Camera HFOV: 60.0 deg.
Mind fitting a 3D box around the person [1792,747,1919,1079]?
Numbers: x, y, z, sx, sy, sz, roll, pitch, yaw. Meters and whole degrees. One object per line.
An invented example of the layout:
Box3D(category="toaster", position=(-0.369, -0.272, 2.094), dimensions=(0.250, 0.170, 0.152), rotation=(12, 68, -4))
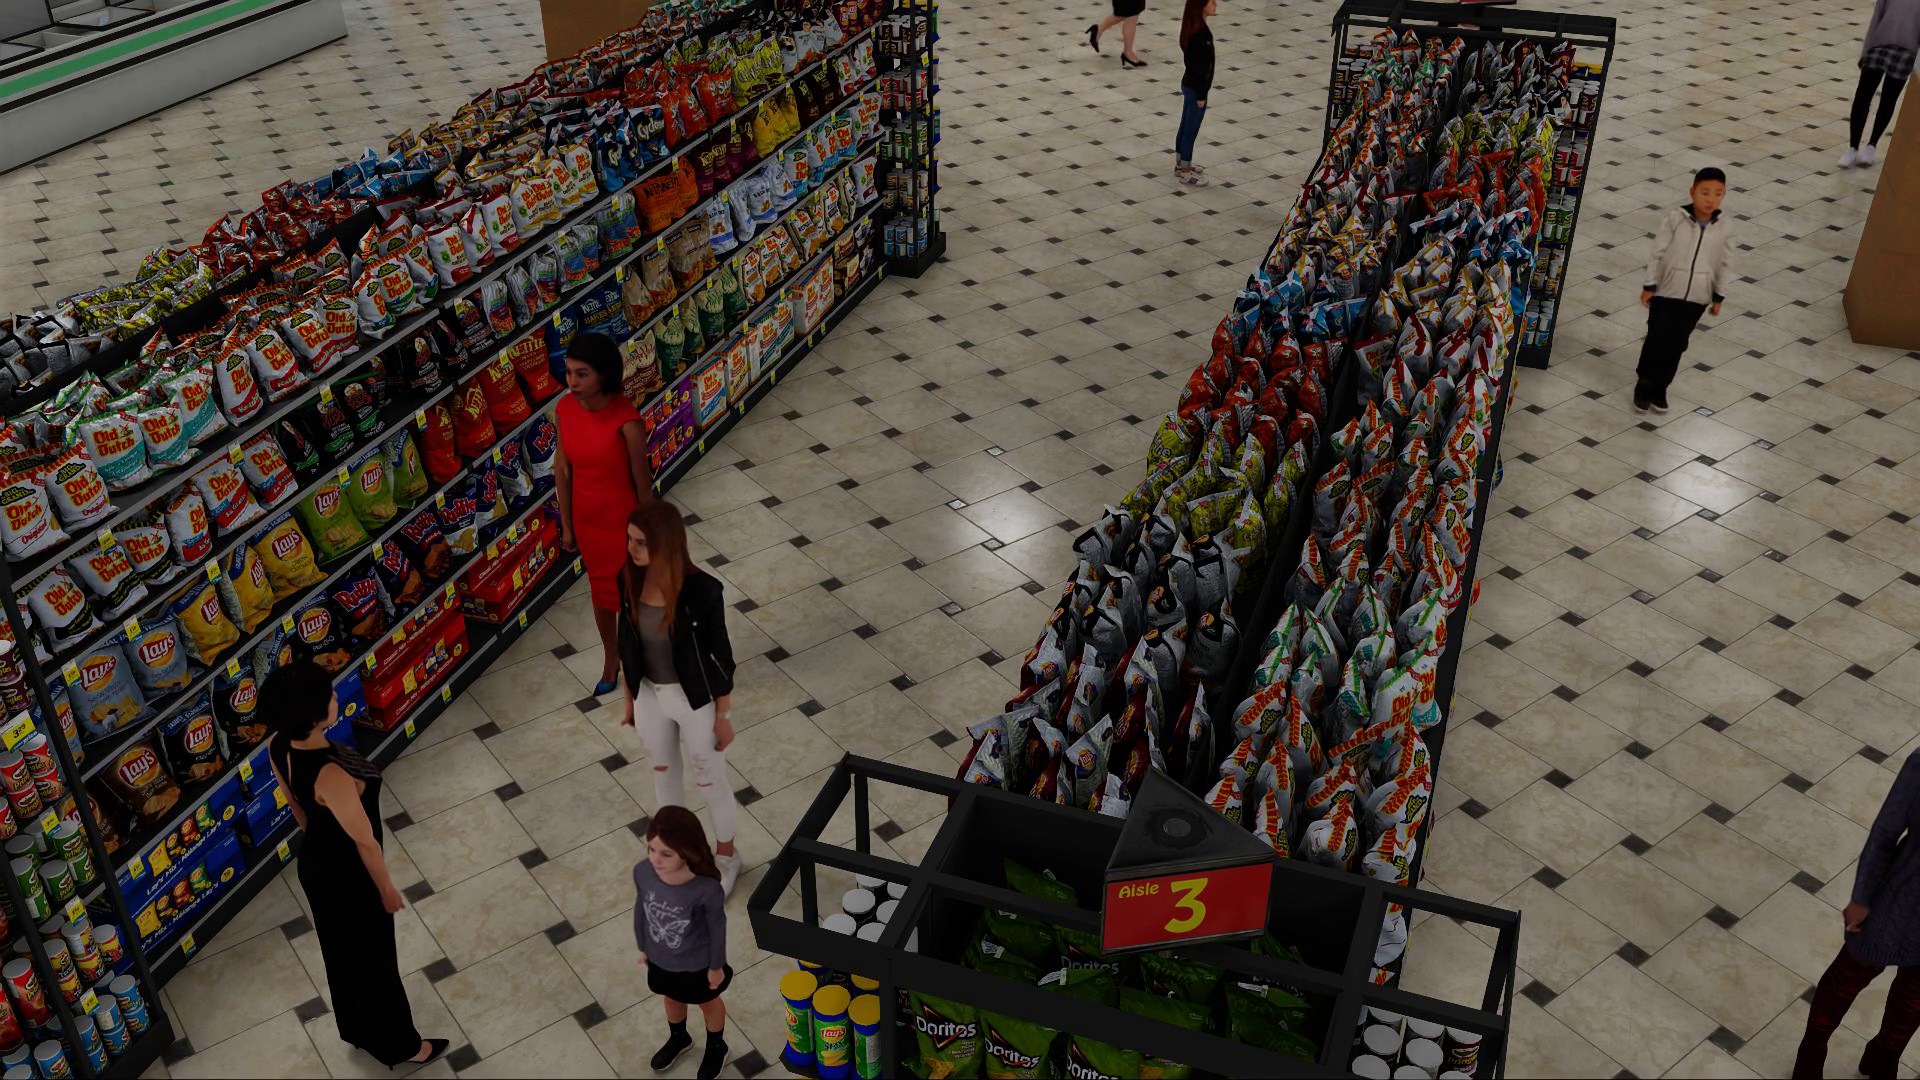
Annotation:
Box3D(category="person", position=(2.963, 1.110, 5.126), dimensions=(0.610, 1.711, 0.555), rotation=(6, 32, 10))

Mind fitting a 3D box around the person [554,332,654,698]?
Box3D(category="person", position=(-1.454, -0.065, 6.984), dimensions=(0.566, 1.743, 0.486), rotation=(11, 33, 17))

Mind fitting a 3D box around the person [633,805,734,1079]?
Box3D(category="person", position=(-0.895, 1.302, 5.392), dimensions=(0.468, 1.105, 0.434), rotation=(11, 34, 17))

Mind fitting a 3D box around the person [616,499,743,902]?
Box3D(category="person", position=(-1.009, 0.580, 5.987), dimensions=(0.601, 1.702, 0.521), rotation=(12, 34, 18))

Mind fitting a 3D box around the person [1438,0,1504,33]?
Box3D(category="person", position=(3.766, -3.477, 12.613), dimensions=(0.698, 1.590, 0.621), rotation=(23, 39, 32))

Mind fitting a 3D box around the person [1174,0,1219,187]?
Box3D(category="person", position=(1.795, -3.480, 12.719), dimensions=(0.691, 1.483, 0.560), rotation=(-2, 32, -3))

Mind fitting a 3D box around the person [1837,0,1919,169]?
Box3D(category="person", position=(7.299, -3.806, 12.985), dimensions=(0.733, 1.755, 0.857), rotation=(19, 37, 28))

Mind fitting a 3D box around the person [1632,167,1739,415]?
Box3D(category="person", position=(4.087, -1.442, 9.474), dimensions=(0.648, 1.451, 0.595), rotation=(3, 32, 5))

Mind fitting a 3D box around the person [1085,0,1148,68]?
Box3D(category="person", position=(1.479, -5.184, 15.290), dimensions=(0.806, 1.660, 0.803), rotation=(7, 33, 12))

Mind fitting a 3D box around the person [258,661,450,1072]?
Box3D(category="person", position=(-1.969, 1.064, 5.302), dimensions=(0.633, 1.604, 0.604), rotation=(22, 38, 31))
